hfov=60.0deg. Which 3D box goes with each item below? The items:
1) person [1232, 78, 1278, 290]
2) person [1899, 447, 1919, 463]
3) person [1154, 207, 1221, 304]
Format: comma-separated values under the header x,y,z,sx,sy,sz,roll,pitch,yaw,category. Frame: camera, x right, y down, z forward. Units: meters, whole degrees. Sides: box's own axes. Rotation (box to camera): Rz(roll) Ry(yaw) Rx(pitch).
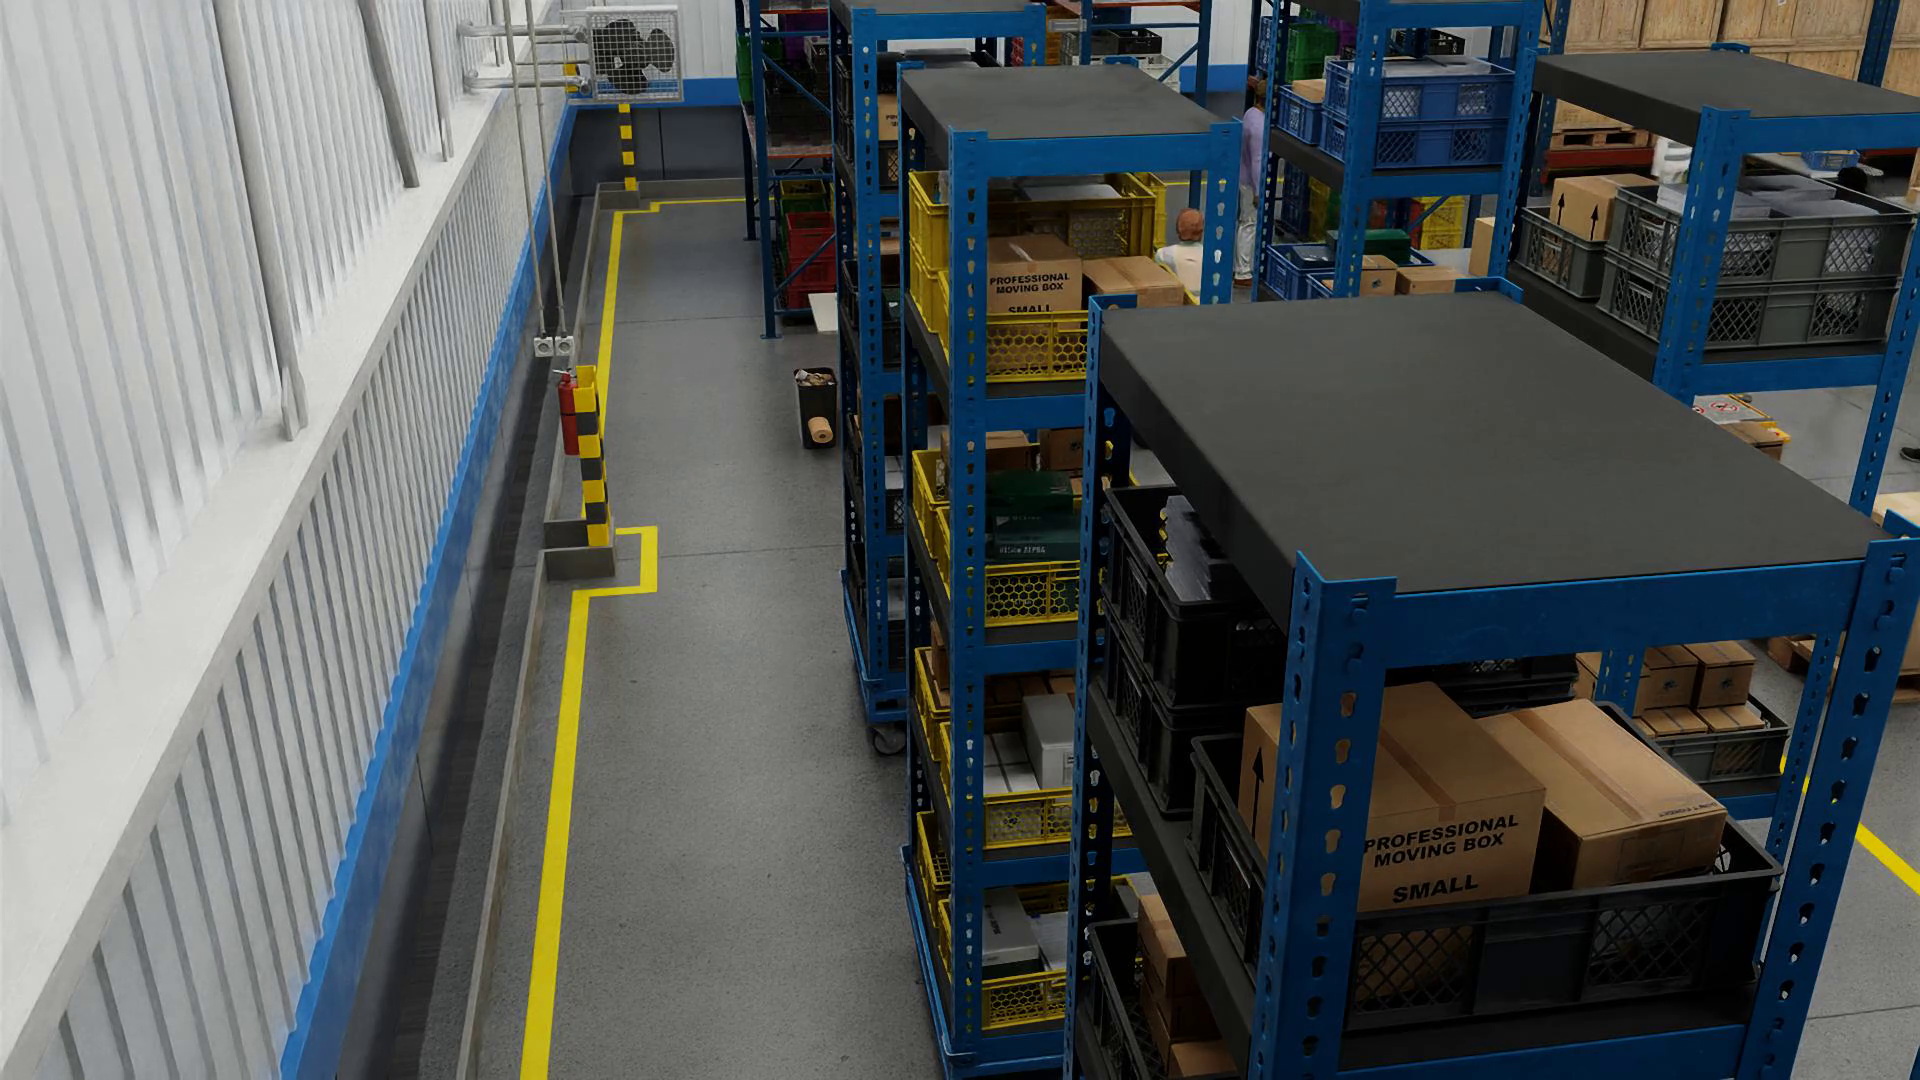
x,y,z,sx,sy,sz,roll,pitch,yaw,category
2.739,-3.313,15.494,0.369,1.932,0.633,2,25,3,person
6.927,-1.399,11.461,0.595,1.826,0.403,-13,28,-26,person
1.634,-1.594,12.116,0.522,1.630,0.316,-3,25,-6,person
